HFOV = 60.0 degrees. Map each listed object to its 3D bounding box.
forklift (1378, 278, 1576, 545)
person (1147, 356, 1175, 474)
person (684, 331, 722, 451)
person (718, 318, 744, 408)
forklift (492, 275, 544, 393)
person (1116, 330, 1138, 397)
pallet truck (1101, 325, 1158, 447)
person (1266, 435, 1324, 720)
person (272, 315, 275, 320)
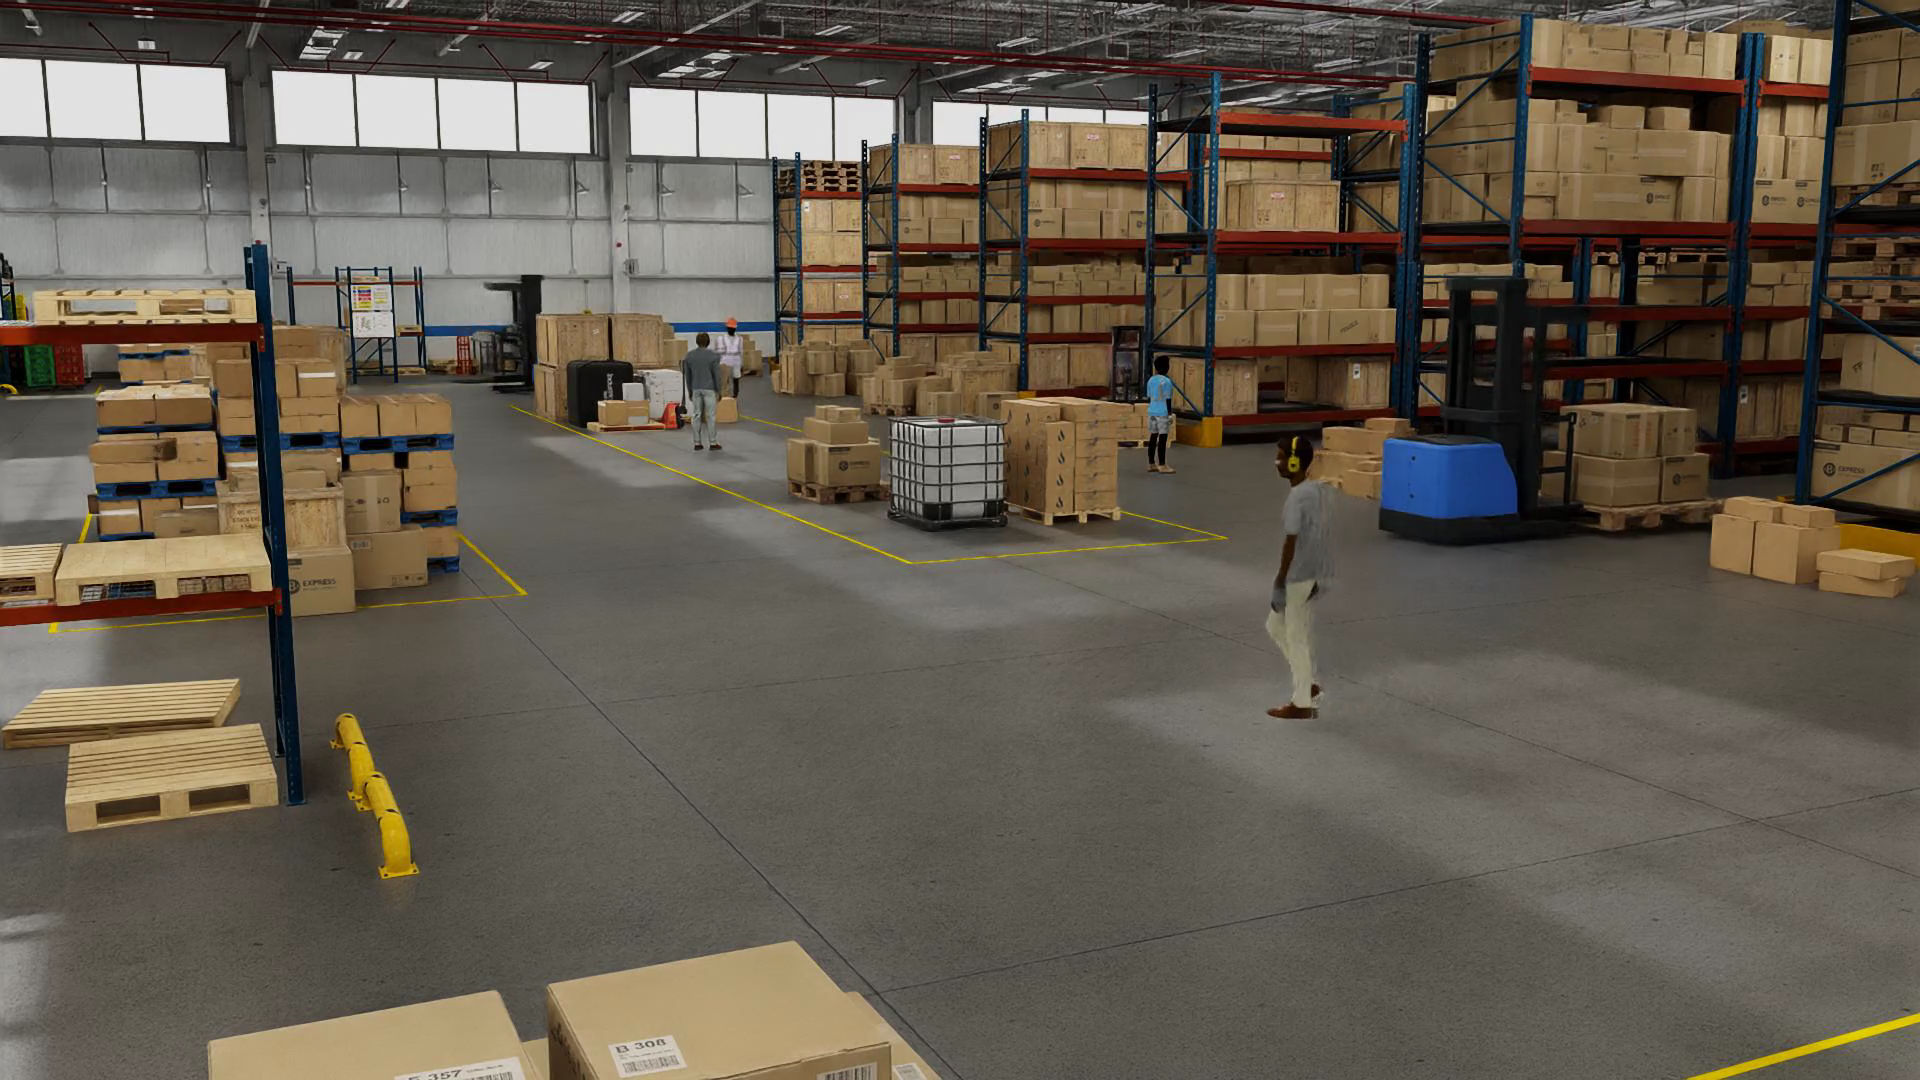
[{"bbox_3d":[5.625,-1.439,18.014,1.873,2.768,1.129,-4,10,-25],"label":"forklift"},{"bbox_3d":[2.886,-1.799,23.910,0.319,1.697,0.533,-5,10,-27],"label":"person"},{"bbox_3d":[-4.145,-2.410,26.956,0.632,1.940,0.372,2,9,14],"label":"person"},{"bbox_3d":[-4.874,-3.768,35.416,0.567,1.922,0.650,-3,10,-20],"label":"person"},{"bbox_3d":[-10.188,-4.946,39.772,1.873,2.768,1.129,-4,10,-25],"label":"forklift"},{"bbox_3d":[3.055,-3.043,31.233,0.778,1.821,0.632,-3,10,-19],"label":"person"},{"bbox_3d":[2.881,-2.596,27.923,0.823,1.965,1.885,-1,9,-7],"label":"pallet truck"},{"bbox_3d":[2.134,0.251,10.696,0.400,1.855,0.561,4,10,23],"label":"person"},{"bbox_3d":[-15.610,-4.164,37.658,0.616,1.993,0.395,7,11,37],"label":"person"}]
